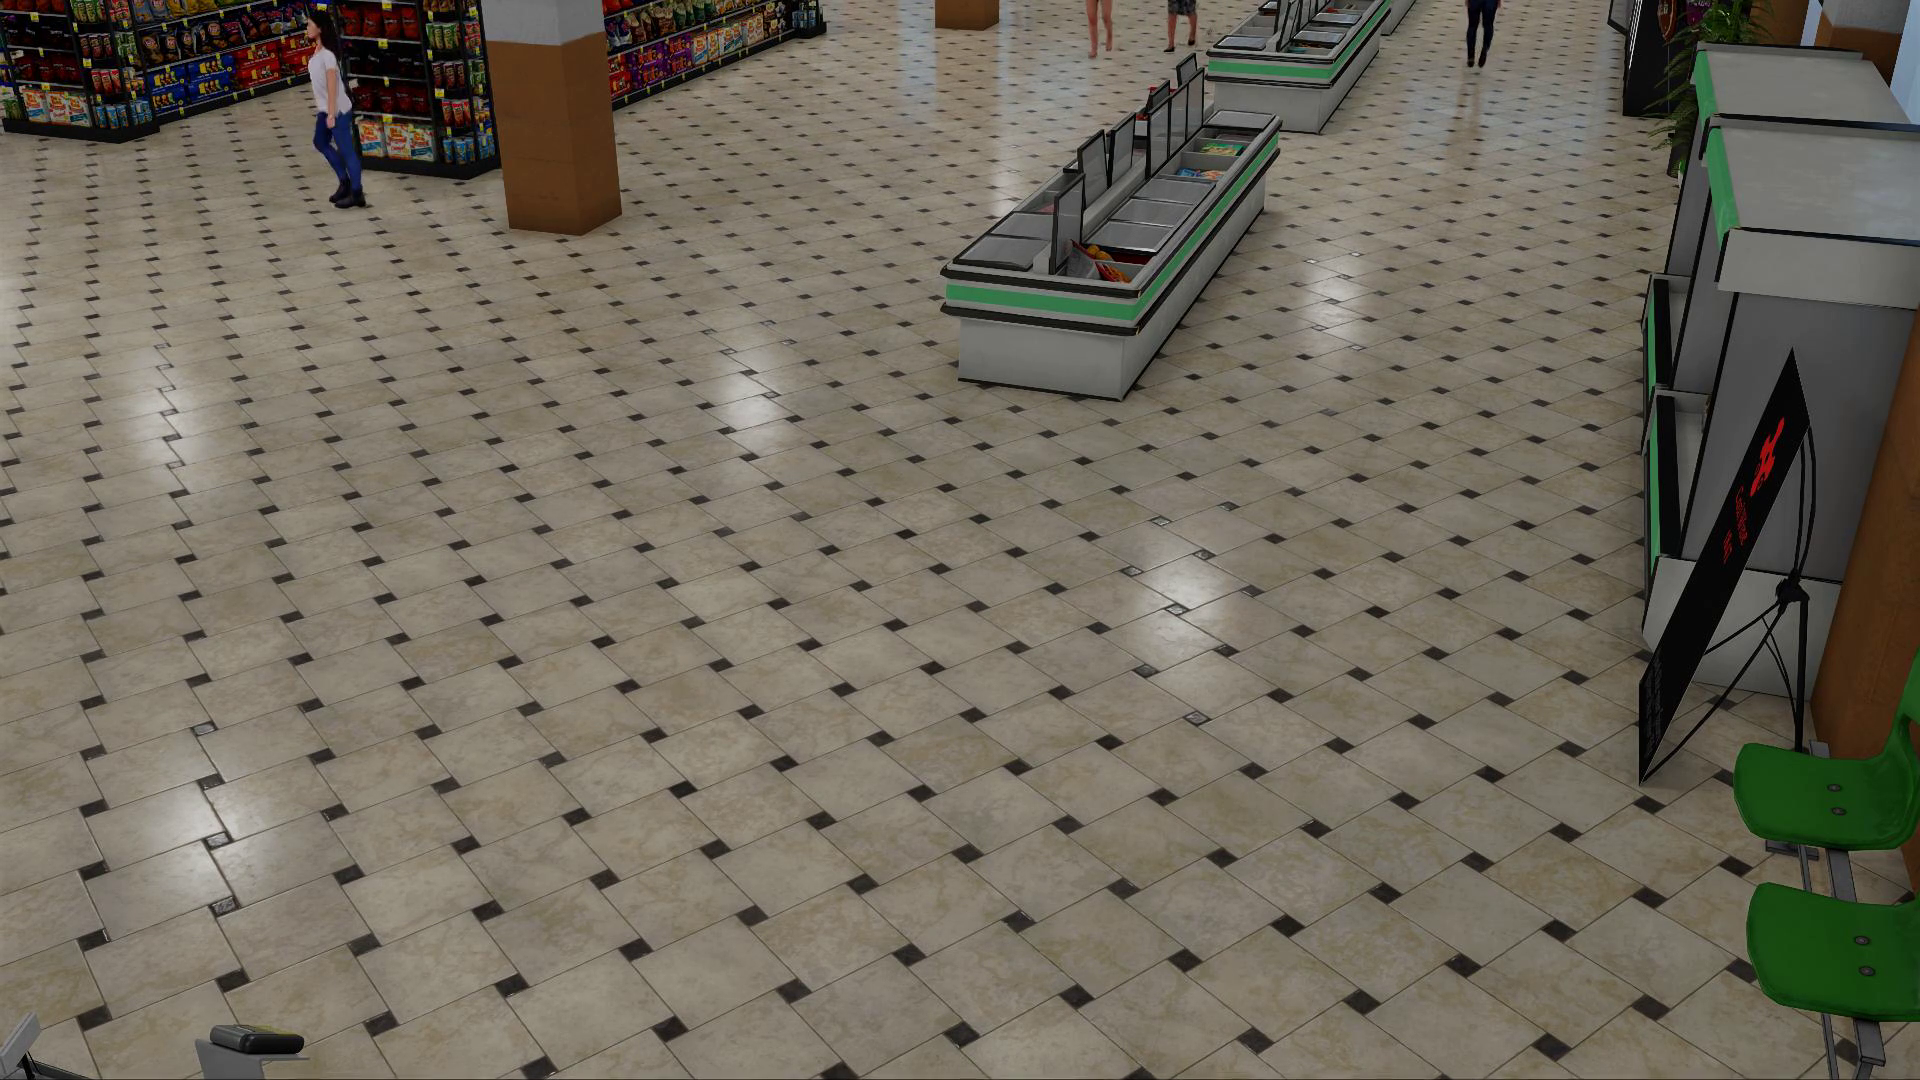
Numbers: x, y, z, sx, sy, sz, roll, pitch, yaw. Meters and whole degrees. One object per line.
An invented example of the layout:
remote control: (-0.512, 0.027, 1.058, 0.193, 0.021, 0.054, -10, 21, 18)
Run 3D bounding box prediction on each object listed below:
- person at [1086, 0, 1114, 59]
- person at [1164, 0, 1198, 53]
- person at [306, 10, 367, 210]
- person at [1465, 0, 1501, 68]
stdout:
person: (1.748, -6.827, 20.493, 0.597, 1.695, 0.643, 10, 29, 19)
person: (2.845, -6.987, 20.843, 0.645, 1.665, 1.142, 11, 29, 21)
person: (-5.287, -3.683, 14.313, 0.768, 1.678, 0.716, -13, 30, -24)
person: (6.210, -6.451, 19.742, 0.611, 1.705, 0.918, 8, 28, 15)
